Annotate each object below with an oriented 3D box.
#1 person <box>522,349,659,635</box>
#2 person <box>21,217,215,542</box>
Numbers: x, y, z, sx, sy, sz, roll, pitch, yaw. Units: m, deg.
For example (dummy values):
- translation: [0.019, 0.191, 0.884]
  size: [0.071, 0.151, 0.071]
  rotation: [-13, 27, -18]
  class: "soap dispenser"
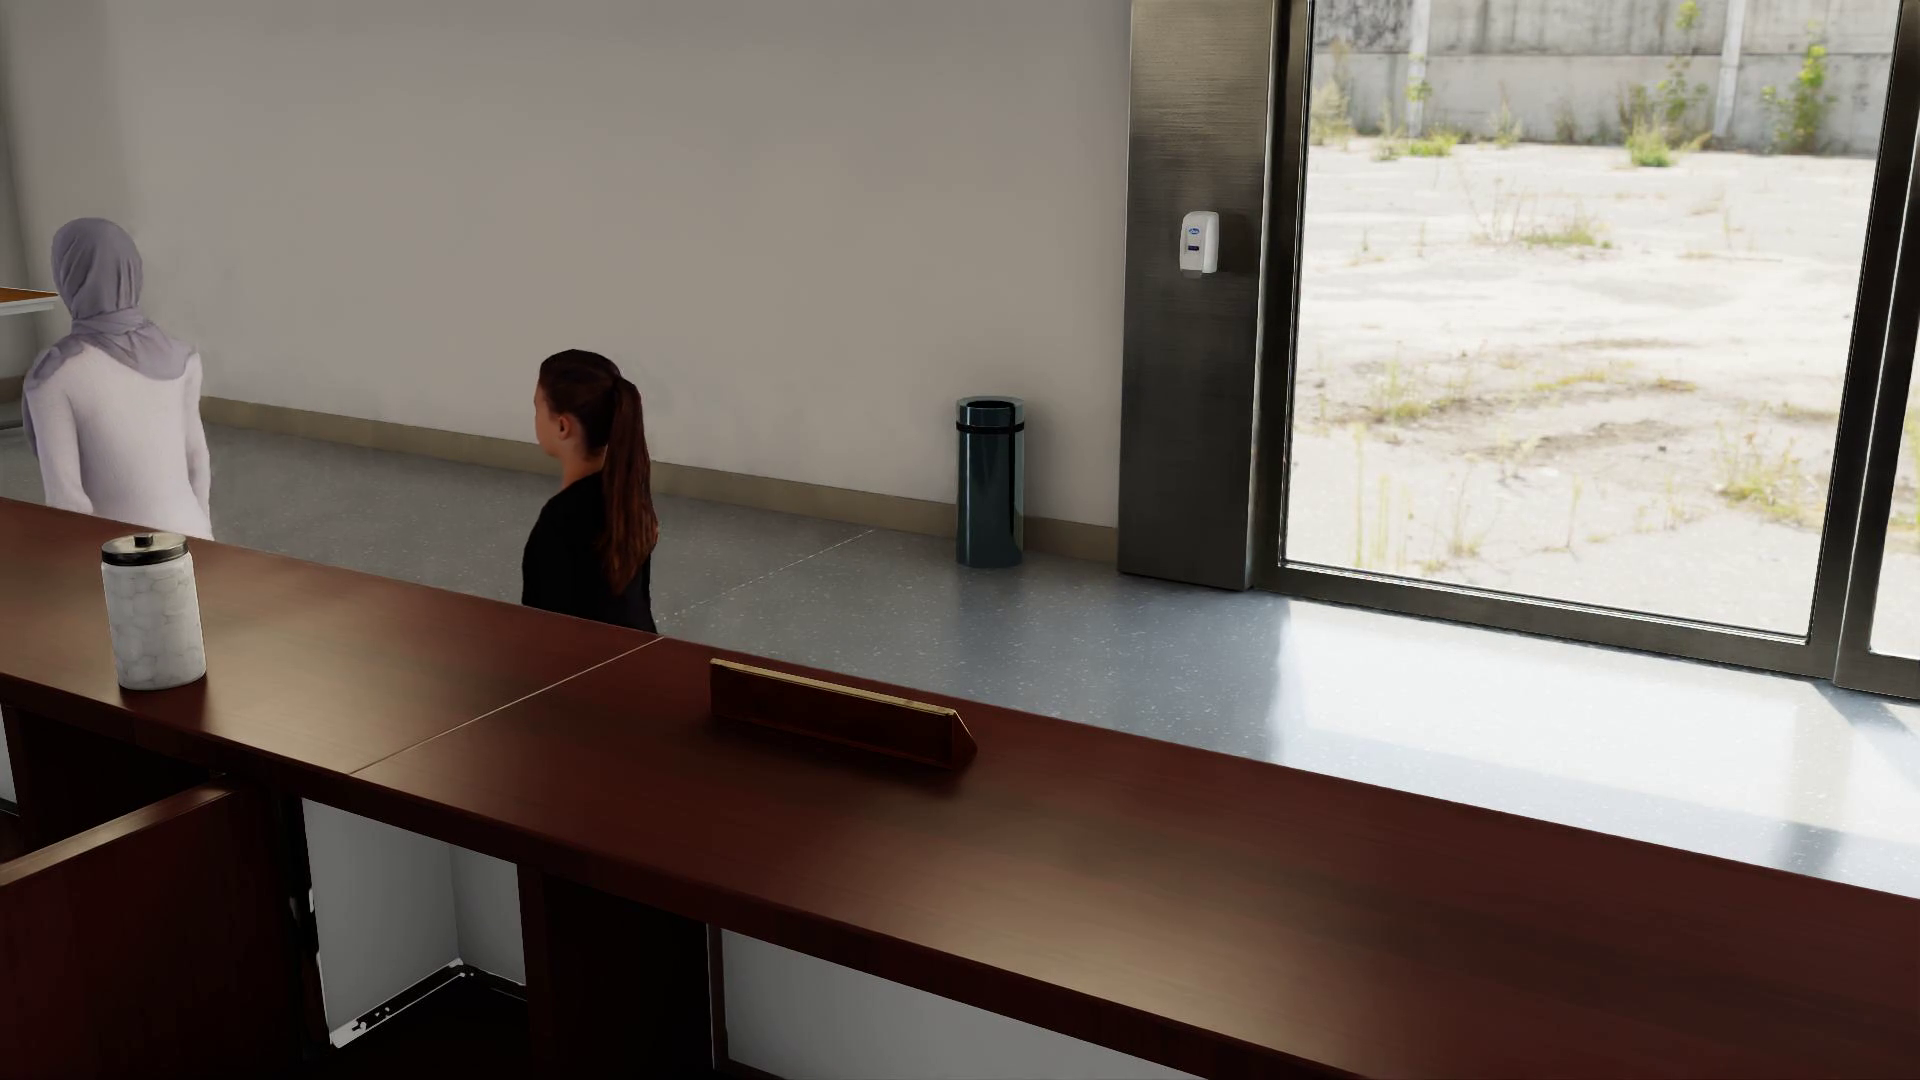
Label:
- translation: [-0.703, 0.364, 3.610]
  size: [0.591, 1.545, 0.607]
  rotation: [9, 18, 29]
  class: "person"
- translation: [-1.943, 0.133, 4.088]
  size: [0.762, 1.731, 1.083]
  rotation: [11, 19, 34]
  class: "person"
